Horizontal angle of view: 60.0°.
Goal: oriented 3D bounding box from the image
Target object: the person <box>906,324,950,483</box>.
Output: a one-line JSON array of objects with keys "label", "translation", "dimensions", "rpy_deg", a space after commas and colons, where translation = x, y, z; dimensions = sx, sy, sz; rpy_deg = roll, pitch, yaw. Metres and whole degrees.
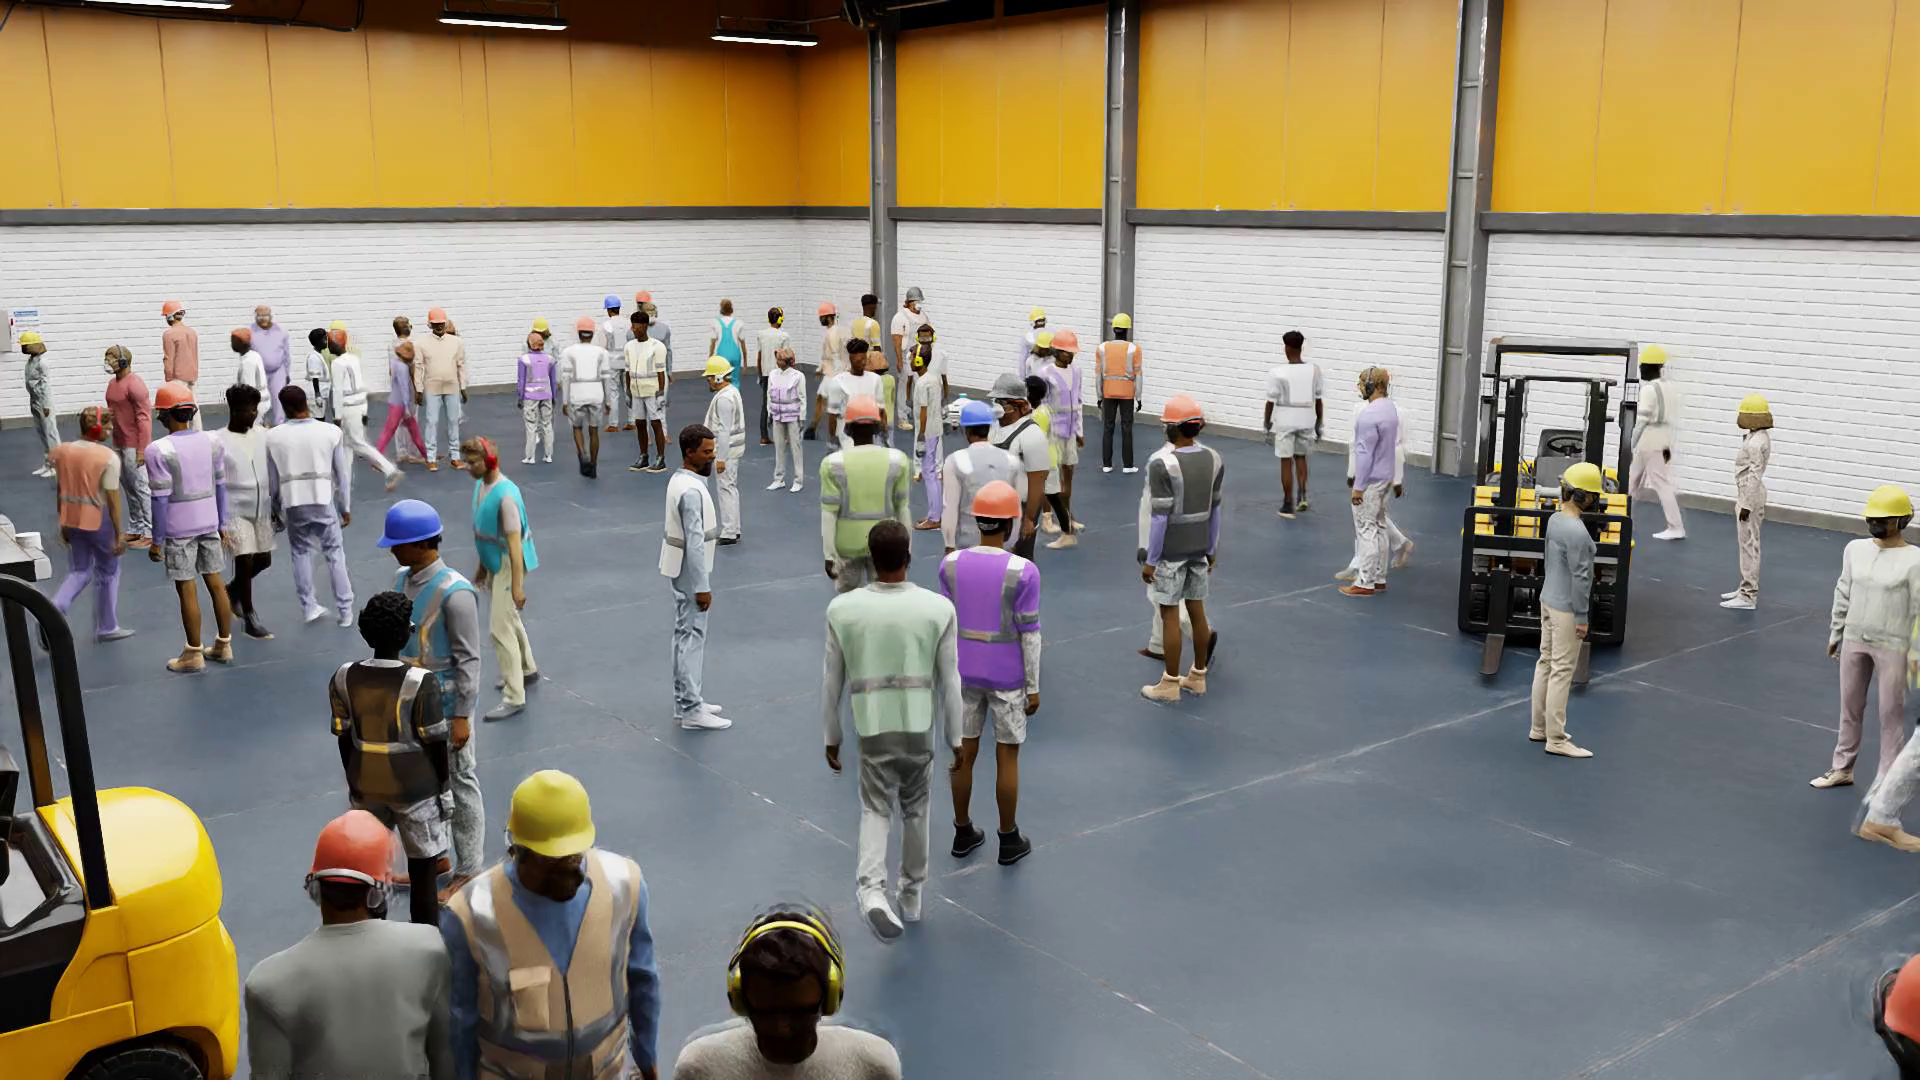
[{"label": "person", "translation": [-0.375, -1.589, 19.357], "dimensions": [0.510, 1.861, 0.324], "rpy_deg": [0, 12, -1]}]

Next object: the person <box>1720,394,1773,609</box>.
[{"label": "person", "translation": [6.377, -0.313, 13.475], "dimensions": [0.302, 1.741, 0.494], "rpy_deg": [6, 13, 28]}]

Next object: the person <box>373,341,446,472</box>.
[{"label": "person", "translation": [-6.760, -1.636, 20.283], "dimensions": [0.897, 1.562, 0.580], "rpy_deg": [-4, 12, -20]}]

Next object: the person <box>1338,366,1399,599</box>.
[{"label": "person", "translation": [3.426, -0.481, 13.845], "dimensions": [0.384, 1.929, 0.635], "rpy_deg": [7, 14, 32]}]

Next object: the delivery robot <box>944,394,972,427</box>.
[{"label": "delivery robot", "translation": [0.044, -1.809, 23.354], "dimensions": [0.477, 0.478, 0.707], "rpy_deg": [5, 13, 22]}]

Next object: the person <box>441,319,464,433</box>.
[{"label": "person", "translation": [-7.140, -2.279, 23.262], "dimensions": [0.381, 1.612, 0.519], "rpy_deg": [6, 13, 27]}]

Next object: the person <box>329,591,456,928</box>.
[{"label": "person", "translation": [-2.368, 1.048, 7.010], "dimensions": [0.539, 1.696, 0.317], "rpy_deg": [3, 12, 14]}]

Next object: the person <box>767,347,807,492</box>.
[{"label": "person", "translation": [-1.956, -1.358, 18.775], "dimensions": [0.513, 1.637, 0.313], "rpy_deg": [7, 13, 30]}]

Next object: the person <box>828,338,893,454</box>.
[{"label": "person", "translation": [-0.937, -1.003, 16.330], "dimensions": [0.610, 1.942, 0.731], "rpy_deg": [-10, 15, -39]}]

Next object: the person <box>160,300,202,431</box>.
[{"label": "person", "translation": [-10.104, -2.107, 21.556], "dimensions": [0.413, 1.984, 0.624], "rpy_deg": [2, 12, 10]}]

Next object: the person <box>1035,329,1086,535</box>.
[{"label": "person", "translation": [1.006, -1.059, 16.391], "dimensions": [0.611, 2.030, 0.410], "rpy_deg": [-11, 16, -43]}]

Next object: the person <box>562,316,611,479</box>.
[{"label": "person", "translation": [-4.407, -1.673, 19.648], "dimensions": [0.581, 1.914, 0.489], "rpy_deg": [-4, 12, -18]}]

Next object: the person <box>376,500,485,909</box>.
[{"label": "person", "translation": [-2.481, 0.758, 7.820], "dimensions": [0.602, 1.940, 0.402], "rpy_deg": [10, 16, 41]}]

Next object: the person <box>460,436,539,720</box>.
[{"label": "person", "translation": [-2.971, 0.212, 10.844], "dimensions": [0.532, 1.793, 0.765], "rpy_deg": [-6, 13, -28]}]

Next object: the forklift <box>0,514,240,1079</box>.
[{"label": "forklift", "translation": [-3.687, 1.115, 5.480], "dimensions": [2.313, 2.155, 1.214], "rpy_deg": [-9, 15, -36]}]

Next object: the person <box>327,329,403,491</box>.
[{"label": "person", "translation": [-6.754, -1.447, 18.703], "dimensions": [0.879, 1.857, 0.575], "rpy_deg": [-1, 12, -4]}]

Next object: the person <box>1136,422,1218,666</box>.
[{"label": "person", "translation": [1.557, -0.006, 11.716], "dimensions": [0.654, 1.880, 0.759], "rpy_deg": [-11, 16, -42]}]

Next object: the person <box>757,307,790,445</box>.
[{"label": "person", "translation": [-2.476, -2.176, 22.208], "dimensions": [0.523, 1.856, 0.341], "rpy_deg": [5, 13, 21]}]

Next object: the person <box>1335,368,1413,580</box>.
[{"label": "person", "translation": [3.686, -0.595, 14.583], "dimensions": [0.891, 1.858, 0.586], "rpy_deg": [-6, 13, -28]}]

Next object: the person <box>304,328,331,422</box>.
[{"label": "person", "translation": [-8.049, -1.816, 20.881], "dimensions": [0.323, 1.690, 0.547], "rpy_deg": [-2, 12, -10]}]

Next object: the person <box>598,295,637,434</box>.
[{"label": "person", "translation": [-4.809, -2.456, 23.355], "dimensions": [0.604, 1.939, 0.414], "rpy_deg": [-10, 15, -40]}]

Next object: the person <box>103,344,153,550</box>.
[{"label": "person", "translation": [-7.856, -0.881, 15.735], "dimensions": [0.636, 1.938, 0.358], "rpy_deg": [10, 15, 40]}]

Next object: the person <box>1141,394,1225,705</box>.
[{"label": "person", "translation": [1.439, 0.060, 10.938], "dimensions": [0.615, 2.042, 0.372], "rpy_deg": [-9, 15, -36]}]

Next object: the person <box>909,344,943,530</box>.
[{"label": "person", "translation": [-0.340, -1.028, 16.659], "dimensions": [0.350, 1.861, 0.513], "rpy_deg": [2, 12, 10]}]

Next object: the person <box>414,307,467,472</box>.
[{"label": "person", "translation": [-6.290, -1.830, 20.184], "dimensions": [0.622, 1.992, 0.396], "rpy_deg": [-7, 14, -31]}]

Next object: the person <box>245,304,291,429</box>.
[{"label": "person", "translation": [-9.588, -2.339, 22.989], "dimensions": [0.651, 1.865, 0.950], "rpy_deg": [-6, 13, -26]}]

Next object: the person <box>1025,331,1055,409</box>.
[{"label": "person", "translation": [1.043, -1.681, 20.127], "dimensions": [0.509, 1.714, 0.565], "rpy_deg": [4, 12, 17]}]

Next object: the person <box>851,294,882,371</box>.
[{"label": "person", "translation": [-1.282, -2.480, 23.392], "dimensions": [0.367, 1.966, 0.605], "rpy_deg": [-10, 15, -39]}]

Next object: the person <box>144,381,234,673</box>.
[{"label": "person", "translation": [-5.414, -0.087, 11.649], "dimensions": [0.378, 2.045, 0.605], "rpy_deg": [6, 13, 26]}]

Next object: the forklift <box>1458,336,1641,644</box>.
[{"label": "forklift", "translation": [4.683, -0.471, 13.136], "dimensions": [1.214, 2.155, 2.313], "rpy_deg": [4, 12, 20]}]

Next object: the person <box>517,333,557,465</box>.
[{"label": "person", "translation": [-5.258, -1.756, 20.712], "dimensions": [0.520, 1.630, 0.325], "rpy_deg": [-9, 15, -38]}]
